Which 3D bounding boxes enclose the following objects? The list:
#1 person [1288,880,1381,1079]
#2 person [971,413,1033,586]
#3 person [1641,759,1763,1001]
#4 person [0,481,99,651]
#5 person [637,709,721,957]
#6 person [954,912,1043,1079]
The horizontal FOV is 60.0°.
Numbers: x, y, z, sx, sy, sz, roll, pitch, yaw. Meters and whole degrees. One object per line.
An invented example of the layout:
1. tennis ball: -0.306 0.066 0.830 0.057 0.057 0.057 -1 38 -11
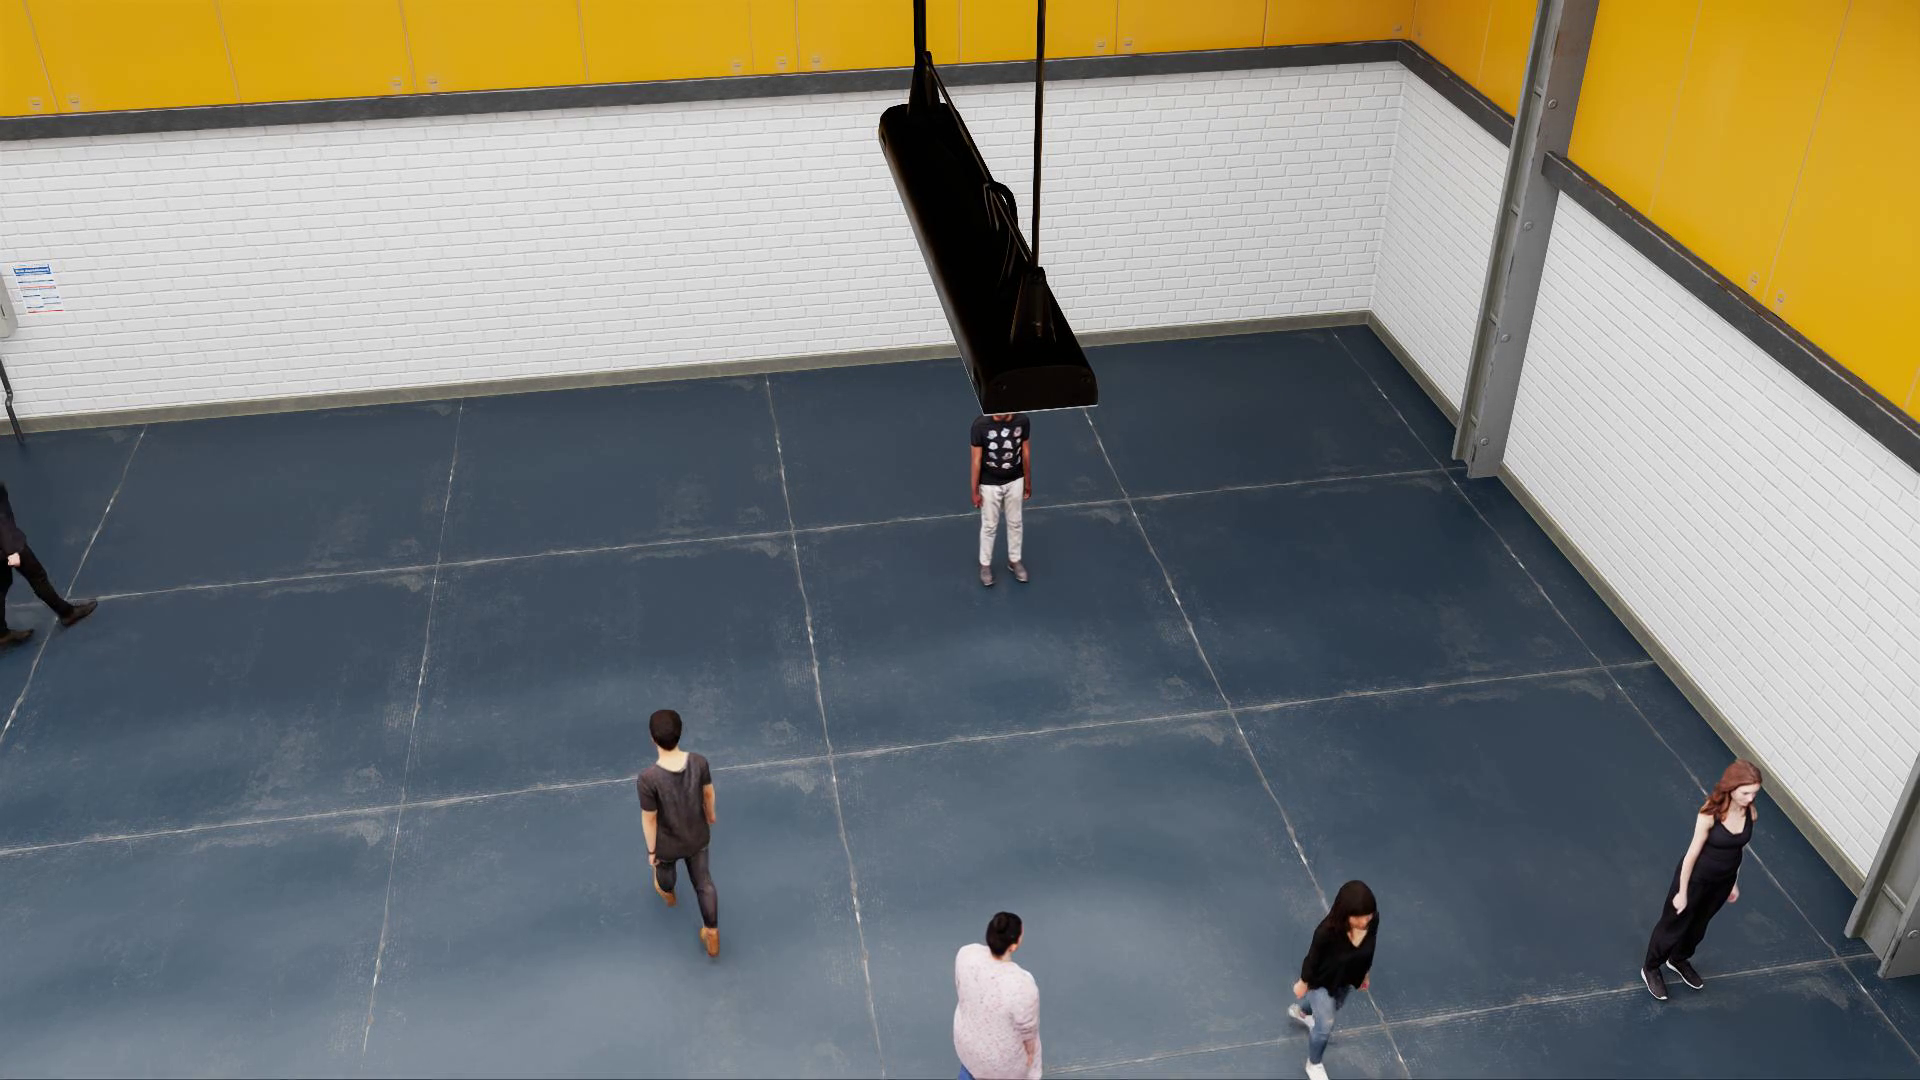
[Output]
1. person: 2.056 2.380 9.292 0.729 1.614 0.913 -17 37 -23
2. person: 0.329 -0.475 13.417 0.676 1.802 0.632 -9 35 -13
3. person: 4.376 1.972 9.787 0.609 1.745 0.553 -10 35 -15
4. person: -7.360 0.024 12.617 1.096 1.855 1.155 22 39 29
5. person: -1.673 1.810 10.096 0.852 1.673 1.154 -16 37 -22
6. person: 0.173 2.616 8.821 0.782 1.743 0.860 26 42 33
